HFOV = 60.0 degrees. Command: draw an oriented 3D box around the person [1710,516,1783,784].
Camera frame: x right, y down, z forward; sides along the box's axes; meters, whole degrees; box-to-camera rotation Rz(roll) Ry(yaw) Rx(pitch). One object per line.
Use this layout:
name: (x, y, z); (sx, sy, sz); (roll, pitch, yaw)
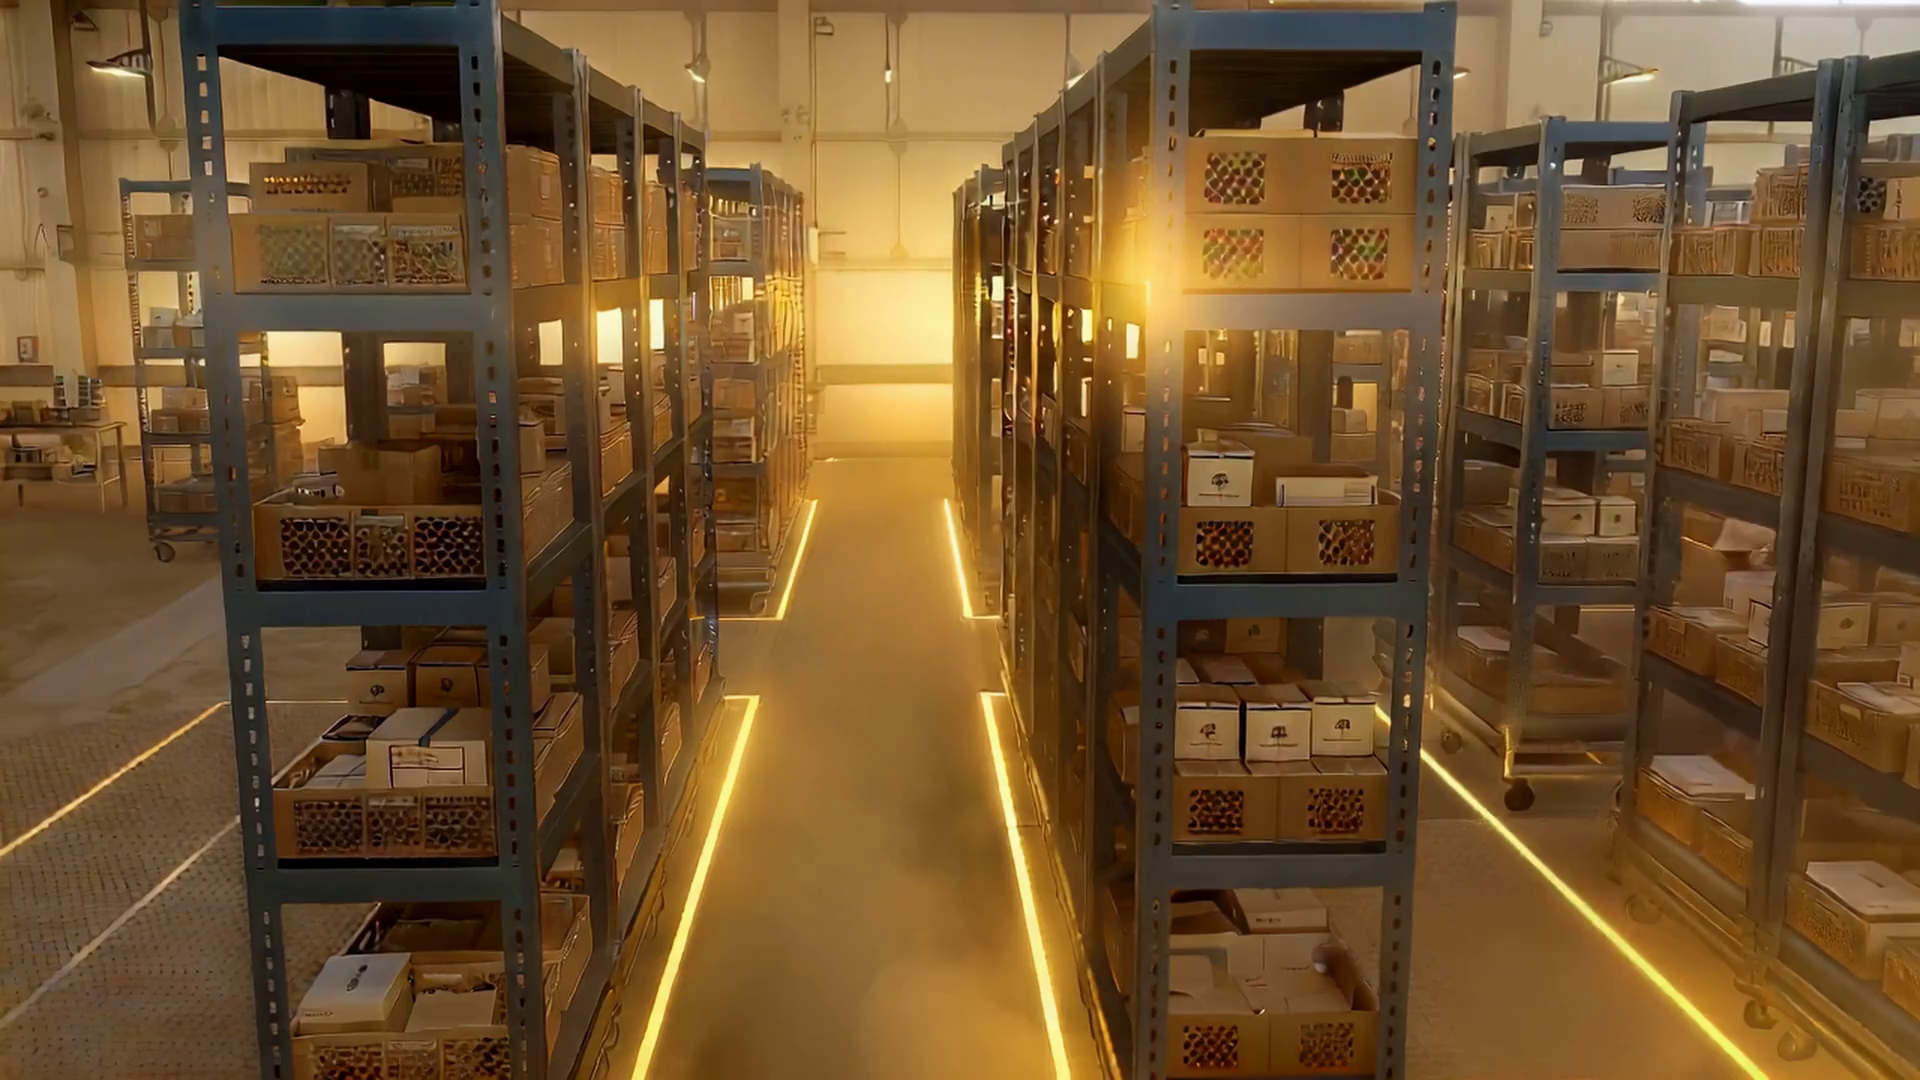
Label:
person: (3.766, 0.731, 7.734); (0.614, 1.787, 0.612); (5, 11, 27)
